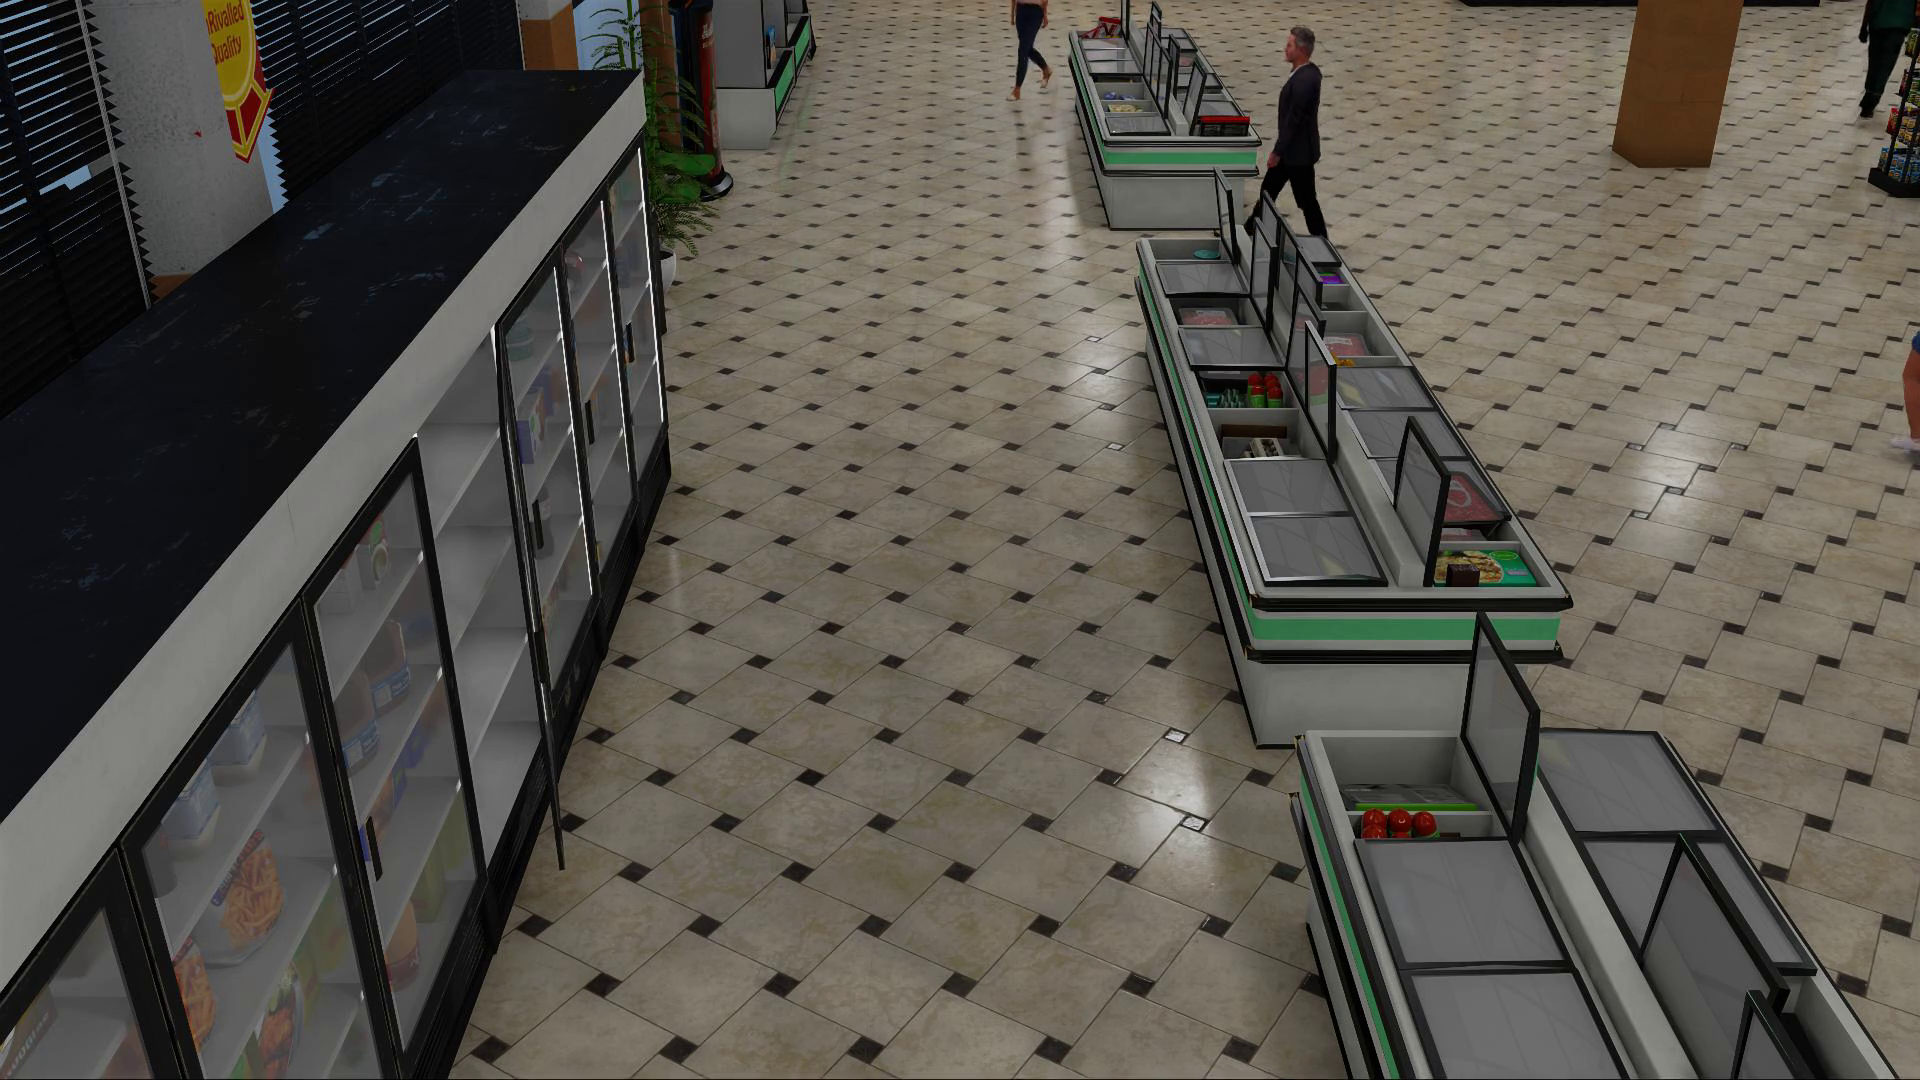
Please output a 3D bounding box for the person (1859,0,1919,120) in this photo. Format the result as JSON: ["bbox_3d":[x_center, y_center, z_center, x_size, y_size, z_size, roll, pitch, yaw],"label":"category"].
[{"bbox_3d":[9.638,-5.247,17.264,1.164,1.790,1.311,19,32,32],"label":"person"}]

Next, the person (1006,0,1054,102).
[{"bbox_3d":[0.812,-5.754,18.306,1.027,1.751,1.210,18,32,32],"label":"person"}]

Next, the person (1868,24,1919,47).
[{"bbox_3d":[12.001,-7.040,20.884,0.900,1.713,1.115,-6,28,-12],"label":"person"}]

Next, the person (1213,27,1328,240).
[{"bbox_3d":[2.670,-2.983,12.791,0.923,1.798,1.141,4,27,7],"label":"person"}]
